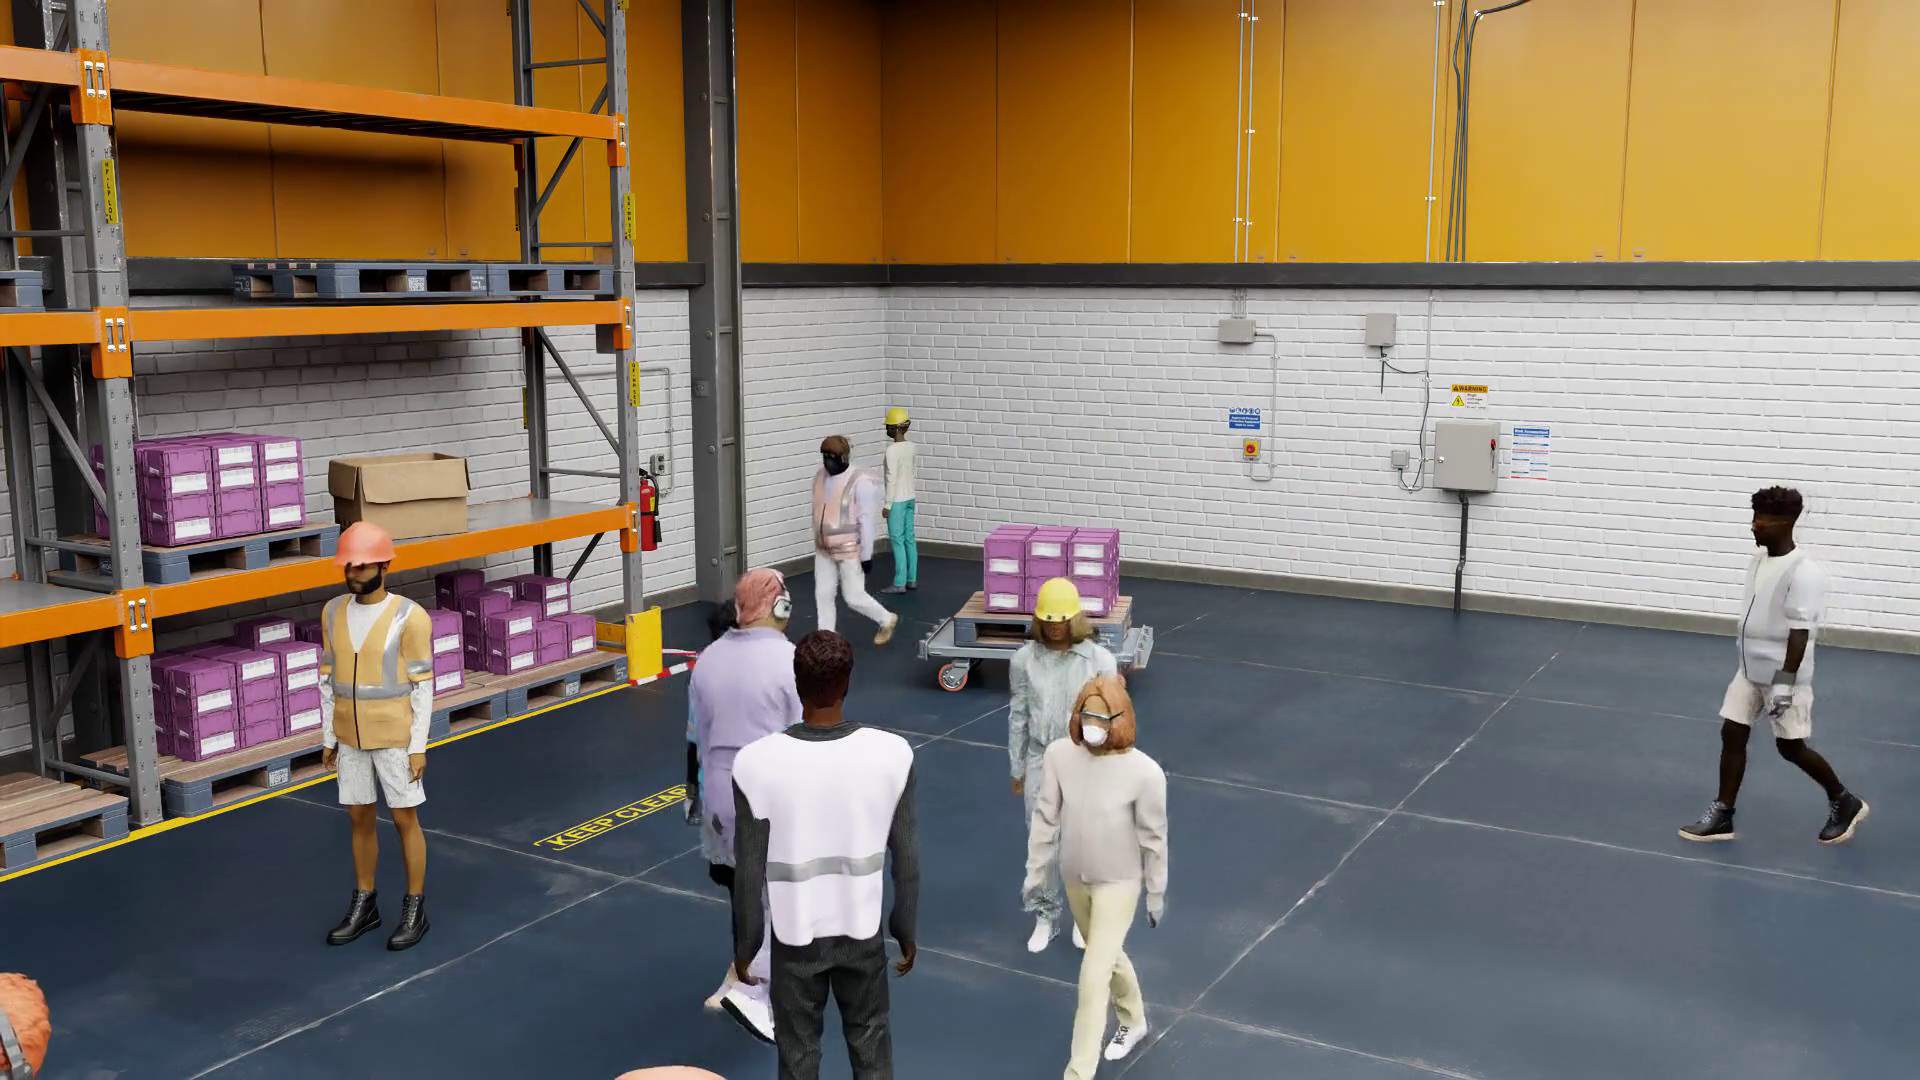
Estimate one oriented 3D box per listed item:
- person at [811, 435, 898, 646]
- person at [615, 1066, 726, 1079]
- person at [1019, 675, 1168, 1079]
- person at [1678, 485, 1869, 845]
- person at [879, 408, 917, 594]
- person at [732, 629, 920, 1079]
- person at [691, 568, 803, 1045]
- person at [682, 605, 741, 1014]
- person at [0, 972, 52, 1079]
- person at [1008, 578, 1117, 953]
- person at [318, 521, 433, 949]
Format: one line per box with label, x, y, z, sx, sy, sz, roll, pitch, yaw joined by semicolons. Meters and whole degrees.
person;-0.842;0.062;12.970;0.625;1.816;0.723;8;12;40
person;-0.379;1.681;2.466;0.376;1.933;0.544;-6;11;-34
person;0.526;1.266;6.140;0.500;1.590;0.866;7;12;39
person;4.349;0.670;8.775;0.884;1.939;0.608;-1;9;-7
person;-0.592;-0.368;15.775;0.311;1.768;0.533;4;10;25
person;-0.418;1.238;5.277;0.595;1.917;0.373;-2;9;-13
person;-0.784;1.058;6.533;0.719;1.876;0.524;7;12;39
person;-0.887;1.081;7.038;0.534;1.676;0.677;7;11;35
person;-1.602;1.644;2.853;0.572;1.883;0.355;5;10;26
person;0.448;1.005;7.334;0.494;1.722;0.435;3;10;19
person;-2.632;0.874;7.477;0.545;1.942;0.349;2;9;13
